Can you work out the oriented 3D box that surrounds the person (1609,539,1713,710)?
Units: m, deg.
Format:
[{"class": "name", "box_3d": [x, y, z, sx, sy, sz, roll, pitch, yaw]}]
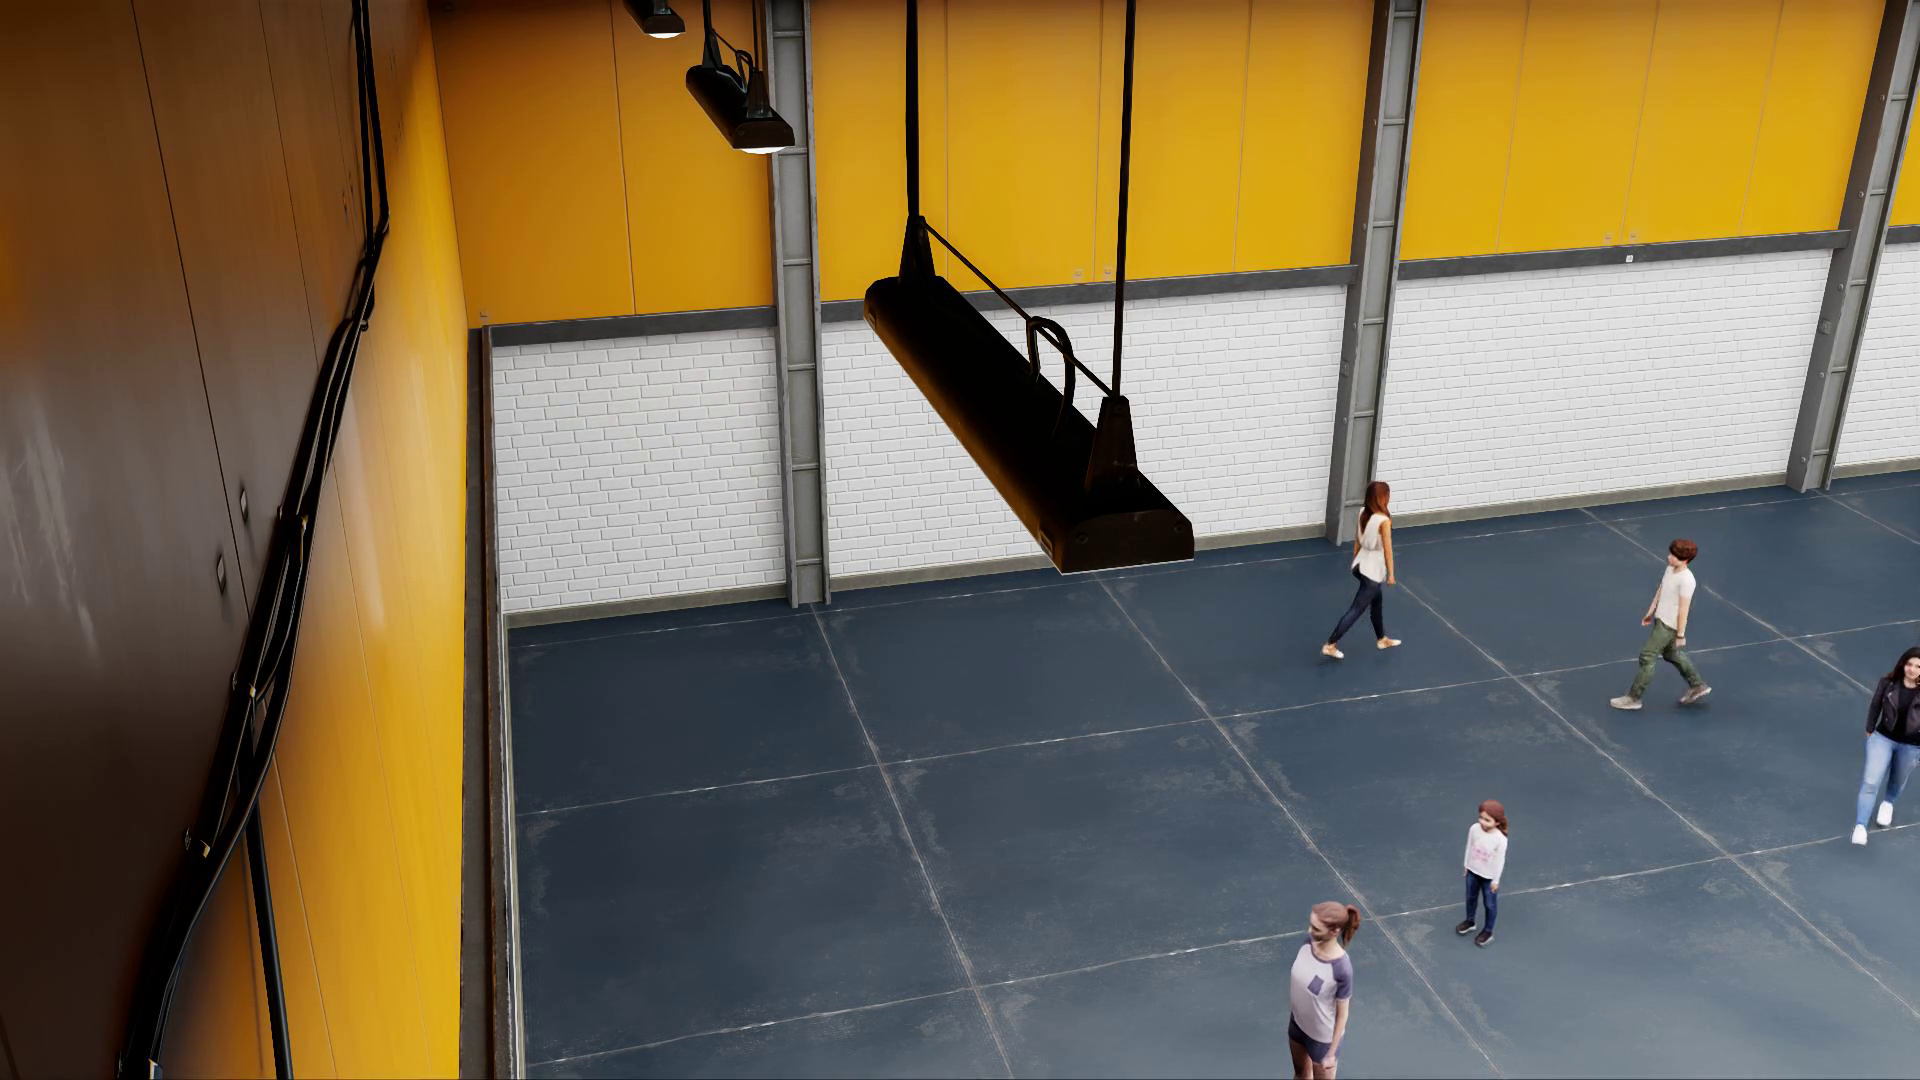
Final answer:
[{"class": "person", "box_3d": [6.271, 0.754, 14.534, 1.183, 1.621, 0.828, 2, 24, 5]}]

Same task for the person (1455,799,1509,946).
[{"class": "person", "box_3d": [3.677, 2.298, 11.638, 0.551, 1.111, 0.509, -20, 30, -38]}]

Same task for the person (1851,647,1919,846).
[{"class": "person", "box_3d": [7.211, 1.543, 12.767, 1.096, 1.591, 1.183, 14, 27, 29]}]

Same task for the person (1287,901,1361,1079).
[{"class": "person", "box_3d": [2.072, 2.821, 9.625, 0.585, 1.765, 0.607, -10, 25, -21]}]

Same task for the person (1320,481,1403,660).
[{"class": "person", "box_3d": [3.704, 0.320, 15.371, 1.113, 1.745, 0.652, -8, 25, -17]}]
